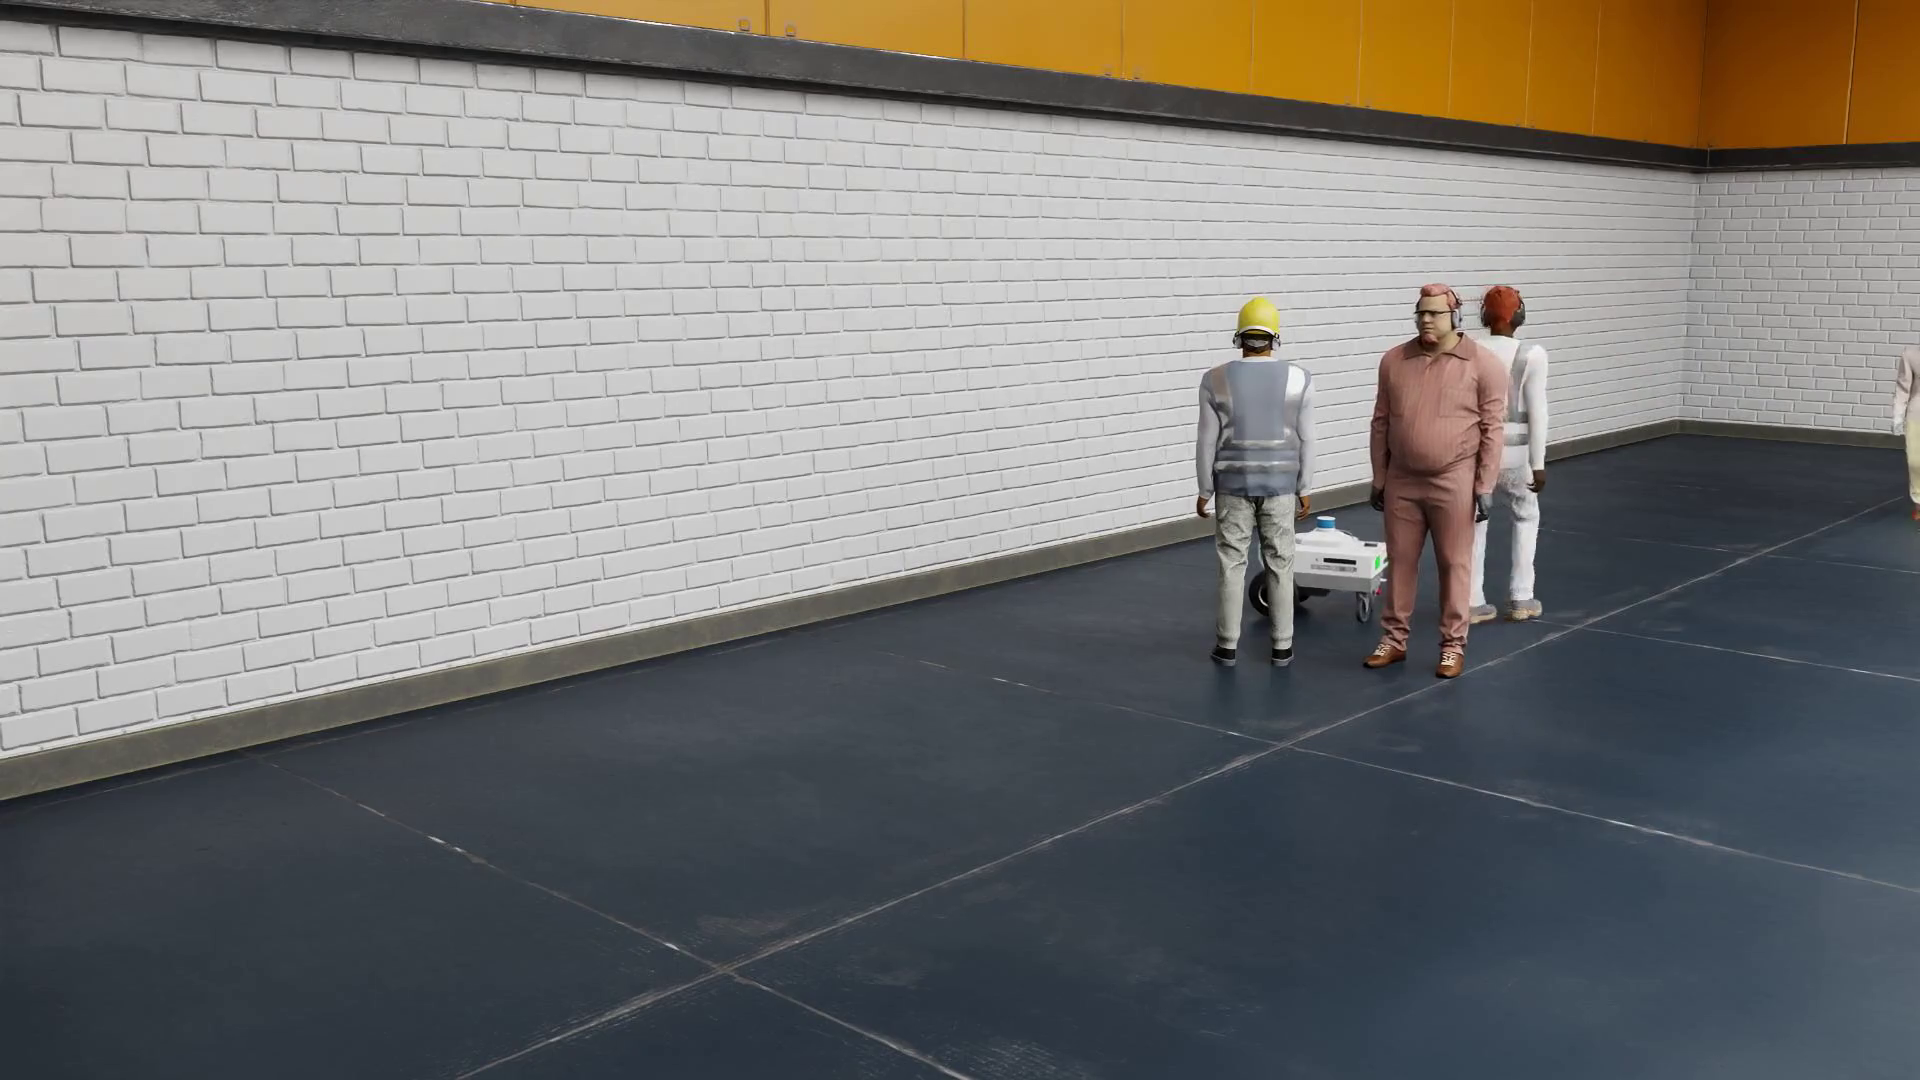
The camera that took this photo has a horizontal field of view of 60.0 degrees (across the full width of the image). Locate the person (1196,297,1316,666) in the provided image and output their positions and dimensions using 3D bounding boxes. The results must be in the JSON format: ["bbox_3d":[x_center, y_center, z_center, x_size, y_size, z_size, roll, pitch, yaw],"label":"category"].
[{"bbox_3d":[1.460,-0.279,8.257,0.589,1.834,0.403,1,10,5],"label":"person"}]

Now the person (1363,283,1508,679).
[{"bbox_3d":[2.284,-0.283,8.078,0.643,1.908,0.399,7,12,35],"label":"person"}]

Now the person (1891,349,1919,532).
[{"bbox_3d":[7.269,-0.896,12.435,0.491,1.600,0.829,8,13,38],"label":"person"}]

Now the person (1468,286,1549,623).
[{"bbox_3d":[3.038,-0.471,9.258,0.611,1.862,0.627,9,14,43],"label":"person"}]

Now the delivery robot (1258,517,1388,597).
[{"bbox_3d":[2.064,0.112,9.406,0.707,0.478,0.477,5,11,25],"label":"delivery robot"}]
